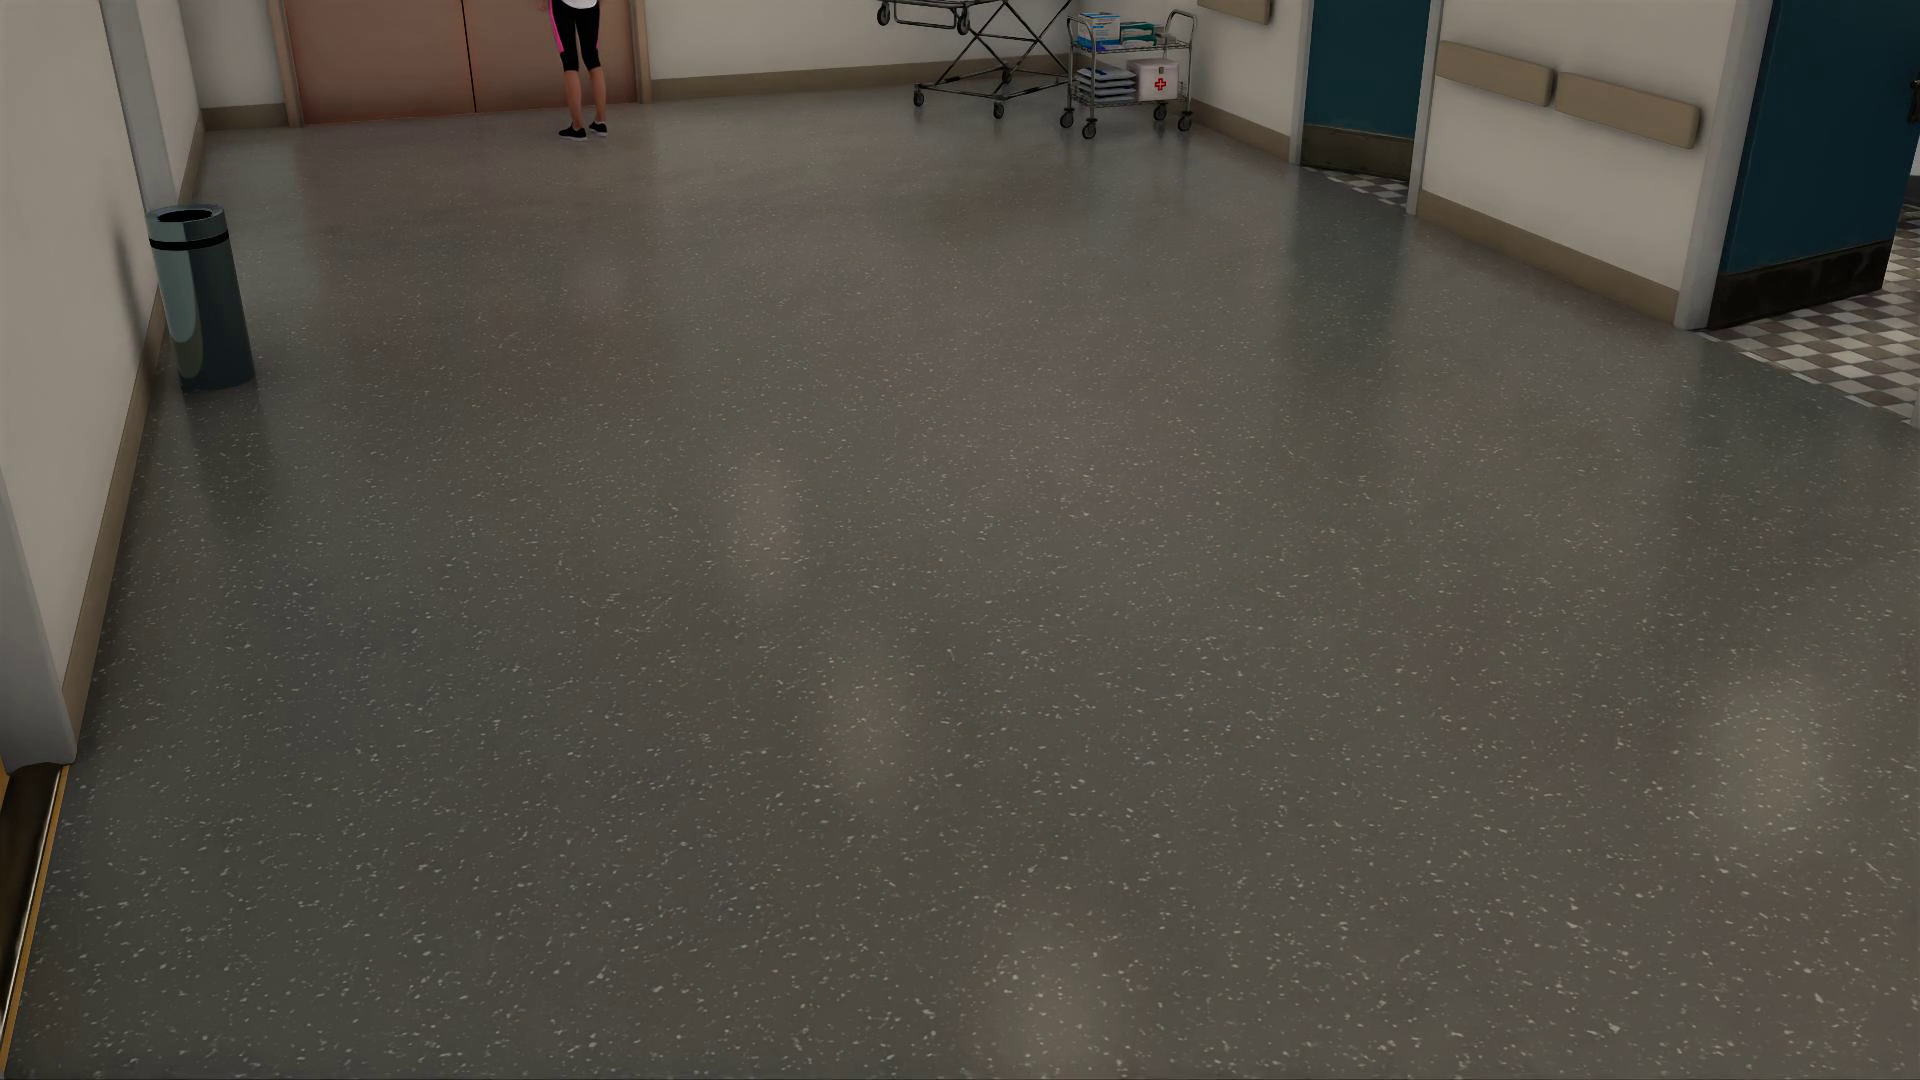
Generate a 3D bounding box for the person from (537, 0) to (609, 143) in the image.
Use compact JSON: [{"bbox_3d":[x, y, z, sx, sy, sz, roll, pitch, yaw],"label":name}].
[{"bbox_3d":[-2.551,-3.552,10.958,0.672,1.788,0.643,-21,33,-36],"label":"person"}]
